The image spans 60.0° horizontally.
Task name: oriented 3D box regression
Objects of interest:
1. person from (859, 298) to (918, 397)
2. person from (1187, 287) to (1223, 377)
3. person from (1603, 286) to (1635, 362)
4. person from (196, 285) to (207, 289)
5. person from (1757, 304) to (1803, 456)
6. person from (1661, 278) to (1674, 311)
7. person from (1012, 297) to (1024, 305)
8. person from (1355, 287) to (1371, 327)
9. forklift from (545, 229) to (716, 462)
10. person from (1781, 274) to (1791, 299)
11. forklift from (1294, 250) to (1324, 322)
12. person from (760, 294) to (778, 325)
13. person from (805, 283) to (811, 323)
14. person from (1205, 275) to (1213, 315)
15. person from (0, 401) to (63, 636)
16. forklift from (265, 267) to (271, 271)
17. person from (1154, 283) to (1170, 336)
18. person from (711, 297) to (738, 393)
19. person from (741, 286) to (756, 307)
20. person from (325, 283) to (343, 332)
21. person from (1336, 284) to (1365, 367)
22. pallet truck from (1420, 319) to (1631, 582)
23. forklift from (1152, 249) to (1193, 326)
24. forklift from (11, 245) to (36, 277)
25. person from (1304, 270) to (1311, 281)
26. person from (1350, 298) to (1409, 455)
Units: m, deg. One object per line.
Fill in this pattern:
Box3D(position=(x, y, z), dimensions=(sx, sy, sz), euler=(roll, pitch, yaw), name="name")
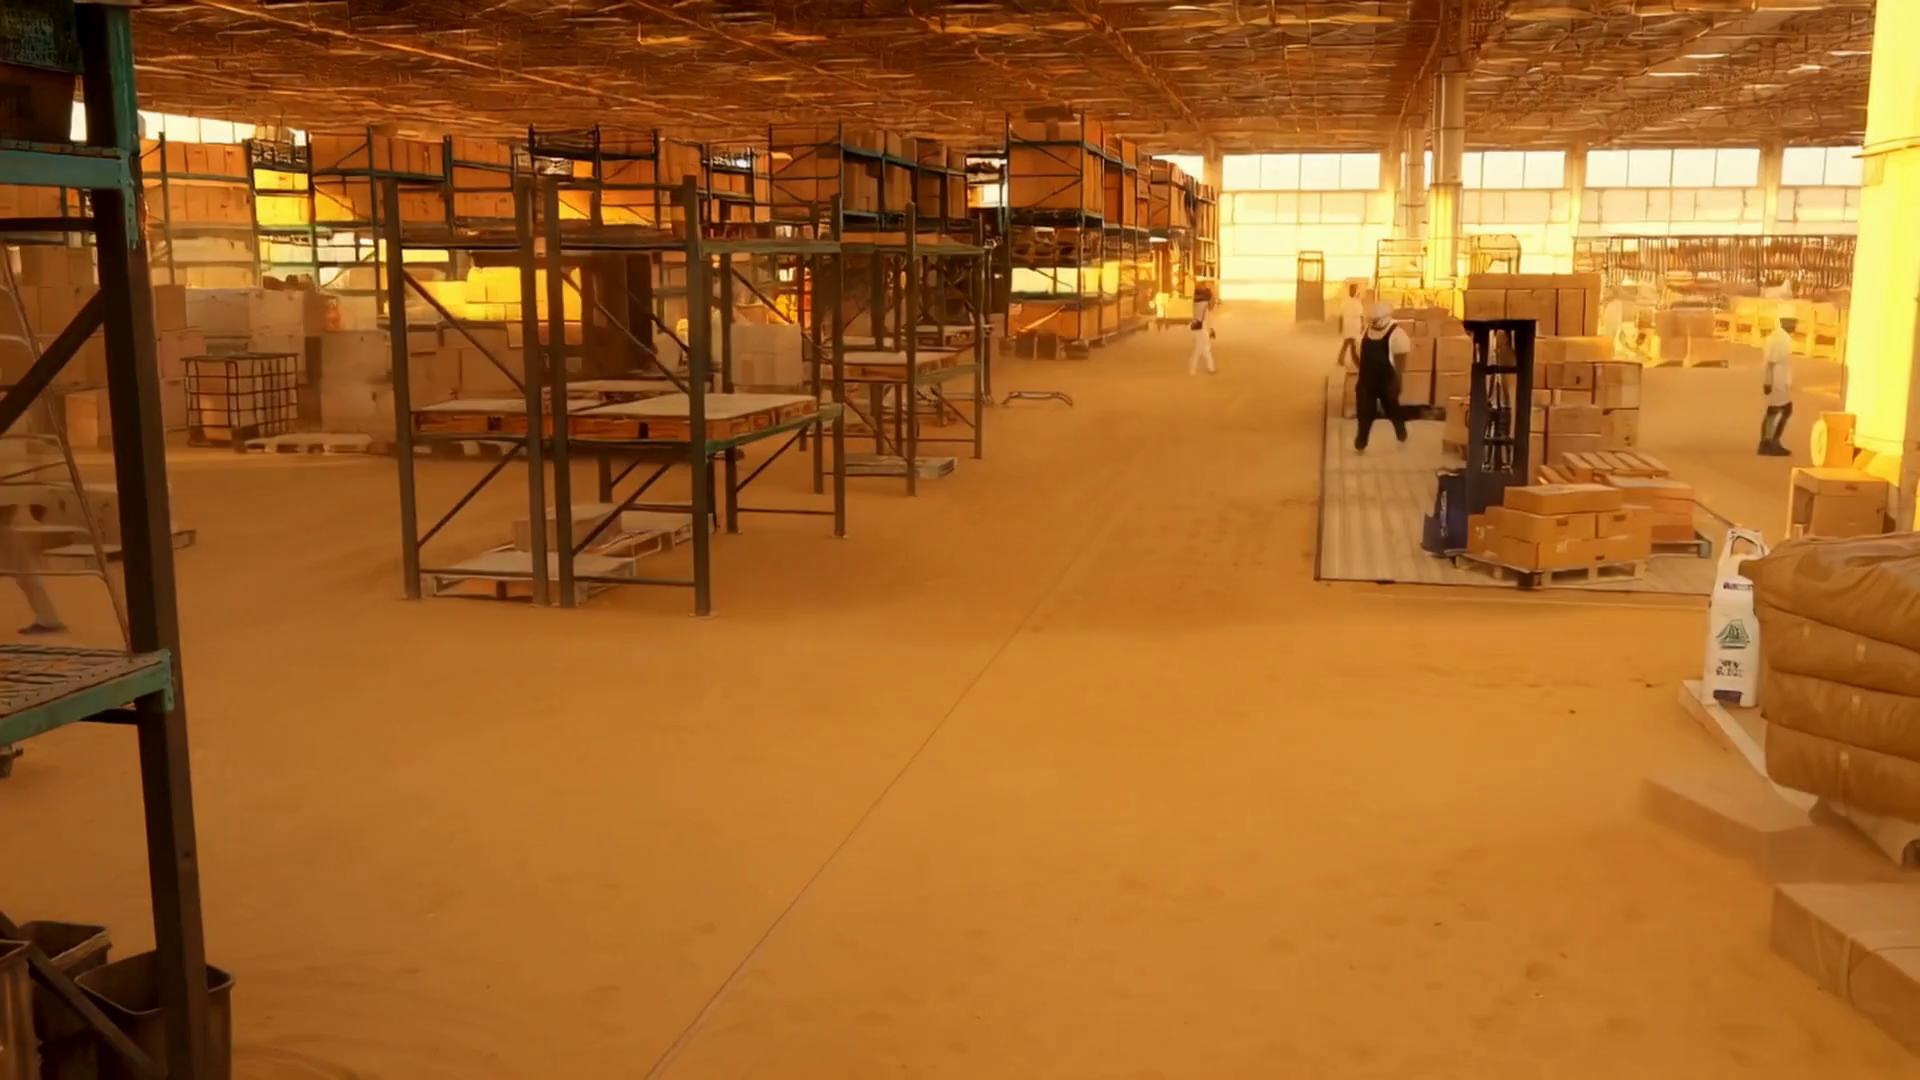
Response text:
Box3D(position=(-1.332, -3.460, 29.936), dimensions=(1.073, 1.800, 0.538), euler=(4, 10, 23), name="person")
Box3D(position=(5.221, -4.379, 35.088), dimensions=(0.956, 1.871, 0.626), euler=(-3, 10, -18), name="person")
Box3D(position=(14.805, -4.778, 37.486), dimensions=(0.711, 1.871, 0.631), euler=(8, 12, 39), name="person")
Box3D(position=(-17.069, -4.818, 37.654), dimensions=(1.007, 1.883, 0.650), euler=(-1, 10, -6), name="person")
Box3D(position=(10.336, -1.990, 20.823), dimensions=(0.606, 1.917, 0.580), euler=(8, 13, 40), name="person")
Box3D(position=(24.678, -8.224, 58.059), dimensions=(0.403, 1.818, 0.599), euler=(7, 12, 36), name="person")
Box3D(position=(2.045, -8.360, 59.020), dimensions=(0.523, 1.765, 0.322), euler=(9, 13, 43), name="person")
Box3D(position=(13.086, -7.433, 54.030), dimensions=(0.510, 1.589, 0.829), euler=(3, 10, 20), name="person")
Box3D(position=(-4.050, -2.411, 20.481), dimensions=(1.873, 2.768, 1.129), euler=(2, 10, 12), name="forklift")
Box3D(position=(35.797, -10.609, 72.108), dimensions=(0.563, 1.839, 0.393), euler=(-8, 12, -38), name="person")
Box3D(position=(13.778, -10.002, 65.433), dimensions=(1.129, 2.768, 1.873), euler=(2, 10, 12), name="forklift")
Box3D(position=(-4.643, -5.162, 40.480), dimensions=(0.534, 1.619, 0.460), euler=(-6, 11, -30), name="person")
Box3D(position=(-5.942, -9.158, 64.227), dimensions=(0.710, 1.585, 0.503), euler=(5, 11, 29), name="person")
Box3D(position=(11.105, -10.968, 74.438), dimensions=(0.299, 1.772, 0.533), euler=(-7, 12, -36), name="person")
Box3D(position=(-6.404, -0.283, 10.885), dimensions=(1.014, 1.863, 0.591), euler=(0, 10, 1), name="person")
Box3D(position=(-24.288, -8.678, 57.594), dimensions=(1.129, 2.768, 1.873), euler=(-6, 11, -32), name="forklift")
Box3D(position=(6.584, -7.501, 54.119), dimensions=(0.318, 1.699, 0.535), euler=(-9, 13, -43), name="person")
Box3D(position=(-4.338, -3.544, 30.411), dimensions=(0.614, 1.801, 0.919), euler=(-8, 12, -39), name="person")
Box3D(position=(-6.753, -7.317, 53.181), dimensions=(0.536, 1.645, 0.883), euler=(2, 10, 12), name="person")
Box3D(position=(-15.717, -5.517, 41.845), dimensions=(1.039, 1.869, 0.555), euler=(0, 10, -1), name="person")
Box3D(position=(8.951, -4.874, 37.928), dimensions=(0.613, 1.907, 1.041), euler=(-8, 12, -39), name="person")
Box3D(position=(4.543, -0.757, 13.299), dimensions=(0.823, 1.965, 1.885), euler=(-4, 10, -22), name="pallet truck")
Box3D(position=(7.646, -9.320, 61.395), dimensions=(1.873, 2.768, 1.129), euler=(2, 10, 11), name="forklift")
Box3D(position=(-24.436, -6.323, 43.650), dimensions=(1.873, 2.768, 1.129), euler=(-2, 10, -14), name="forklift")
Box3D(position=(17.450, -12.649, 83.877), dimensions=(0.734, 1.944, 0.504), euler=(3, 10, 16), name="person")
Box3D(position=(5.401, -2.109, 21.175), dimensions=(0.691, 2.000, 0.930), euler=(9, 13, 44), name="person")
